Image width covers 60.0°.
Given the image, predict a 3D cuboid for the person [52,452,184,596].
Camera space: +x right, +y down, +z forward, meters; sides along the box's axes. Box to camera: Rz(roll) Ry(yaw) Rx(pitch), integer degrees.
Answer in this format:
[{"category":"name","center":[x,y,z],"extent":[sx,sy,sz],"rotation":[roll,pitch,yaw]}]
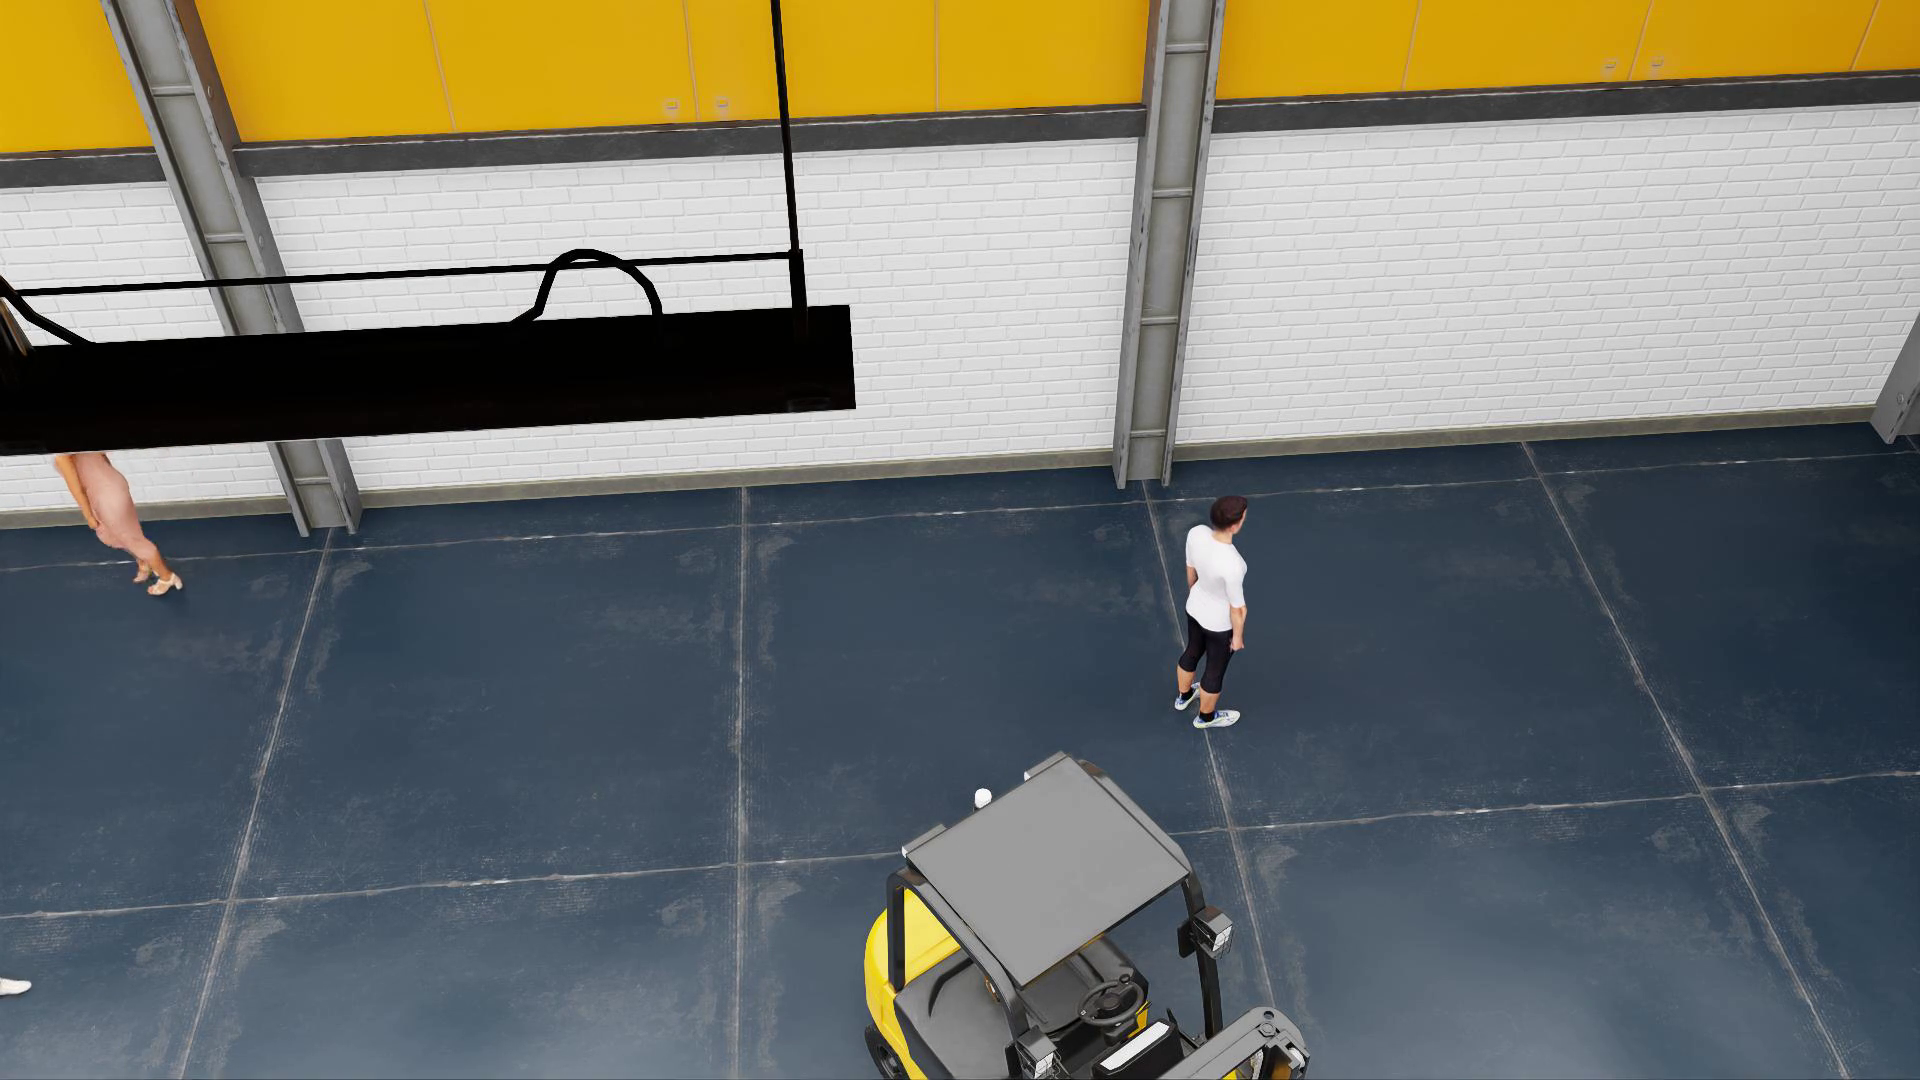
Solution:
[{"category":"person","center":[-5.592,-0.294,11.062],"extent":[0.693,1.808,0.652],"rotation":[-8,44,-9]}]

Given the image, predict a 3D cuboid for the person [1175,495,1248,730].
[{"category":"person","center":[1.554,0.445,10.252],"extent":[0.730,1.855,0.751],"rotation":[-22,48,-22]}]
